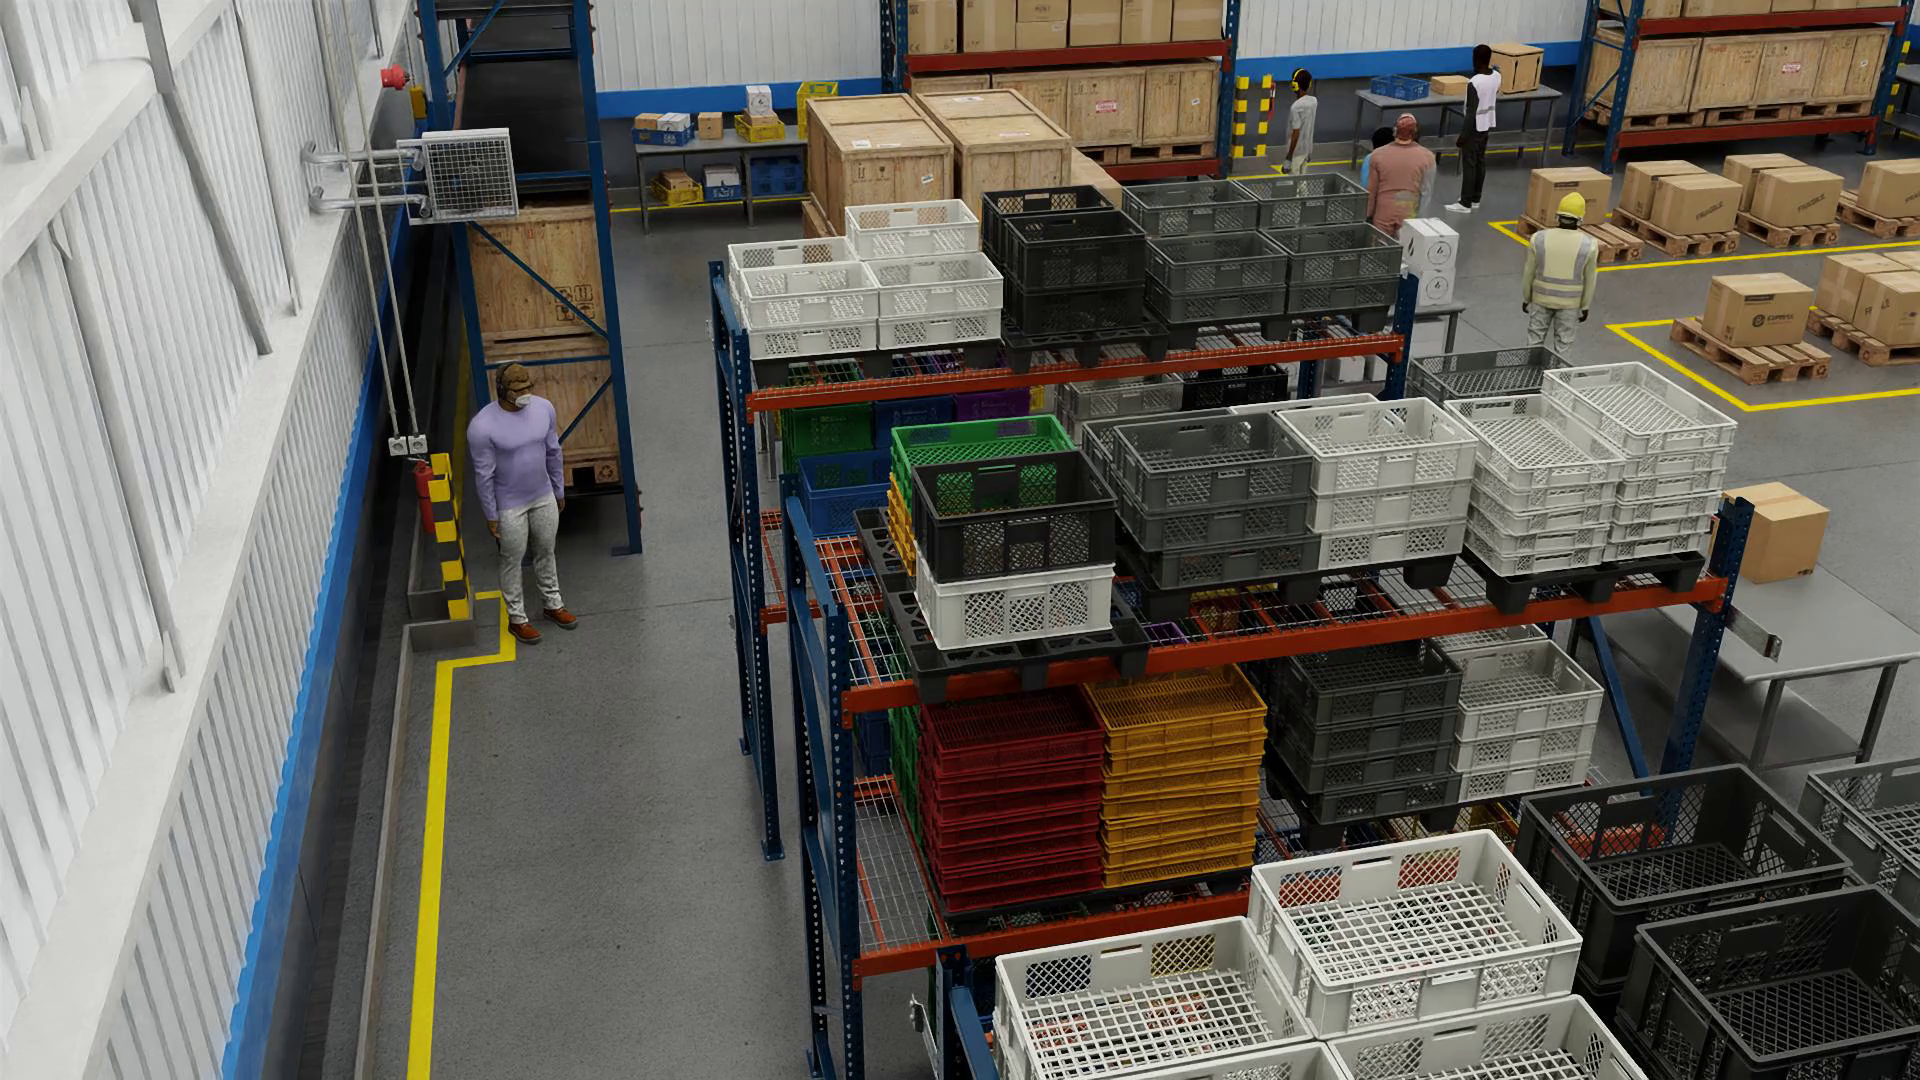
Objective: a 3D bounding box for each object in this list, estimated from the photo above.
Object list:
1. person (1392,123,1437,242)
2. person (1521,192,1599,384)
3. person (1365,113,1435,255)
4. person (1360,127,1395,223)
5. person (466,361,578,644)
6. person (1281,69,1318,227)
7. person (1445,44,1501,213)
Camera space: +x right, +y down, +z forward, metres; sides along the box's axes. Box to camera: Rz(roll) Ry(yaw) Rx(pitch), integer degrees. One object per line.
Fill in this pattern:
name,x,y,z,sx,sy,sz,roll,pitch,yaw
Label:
person,4.355,-3.237,16.486,0.429,1.842,0.632,-16,32,-28
person,5.132,-2.080,14.300,0.590,1.833,0.404,13,30,23
person,4.319,-3.258,16.453,0.643,1.913,0.411,6,28,11
person,4.175,-3.322,16.797,0.317,1.697,0.540,-3,28,-5
person,-2.813,-0.258,10.742,0.374,1.933,0.625,24,36,37
person,3.726,-4.264,18.415,0.322,1.860,0.528,20,34,32
person,6.000,-4.775,19.328,0.392,1.914,0.587,24,36,37
